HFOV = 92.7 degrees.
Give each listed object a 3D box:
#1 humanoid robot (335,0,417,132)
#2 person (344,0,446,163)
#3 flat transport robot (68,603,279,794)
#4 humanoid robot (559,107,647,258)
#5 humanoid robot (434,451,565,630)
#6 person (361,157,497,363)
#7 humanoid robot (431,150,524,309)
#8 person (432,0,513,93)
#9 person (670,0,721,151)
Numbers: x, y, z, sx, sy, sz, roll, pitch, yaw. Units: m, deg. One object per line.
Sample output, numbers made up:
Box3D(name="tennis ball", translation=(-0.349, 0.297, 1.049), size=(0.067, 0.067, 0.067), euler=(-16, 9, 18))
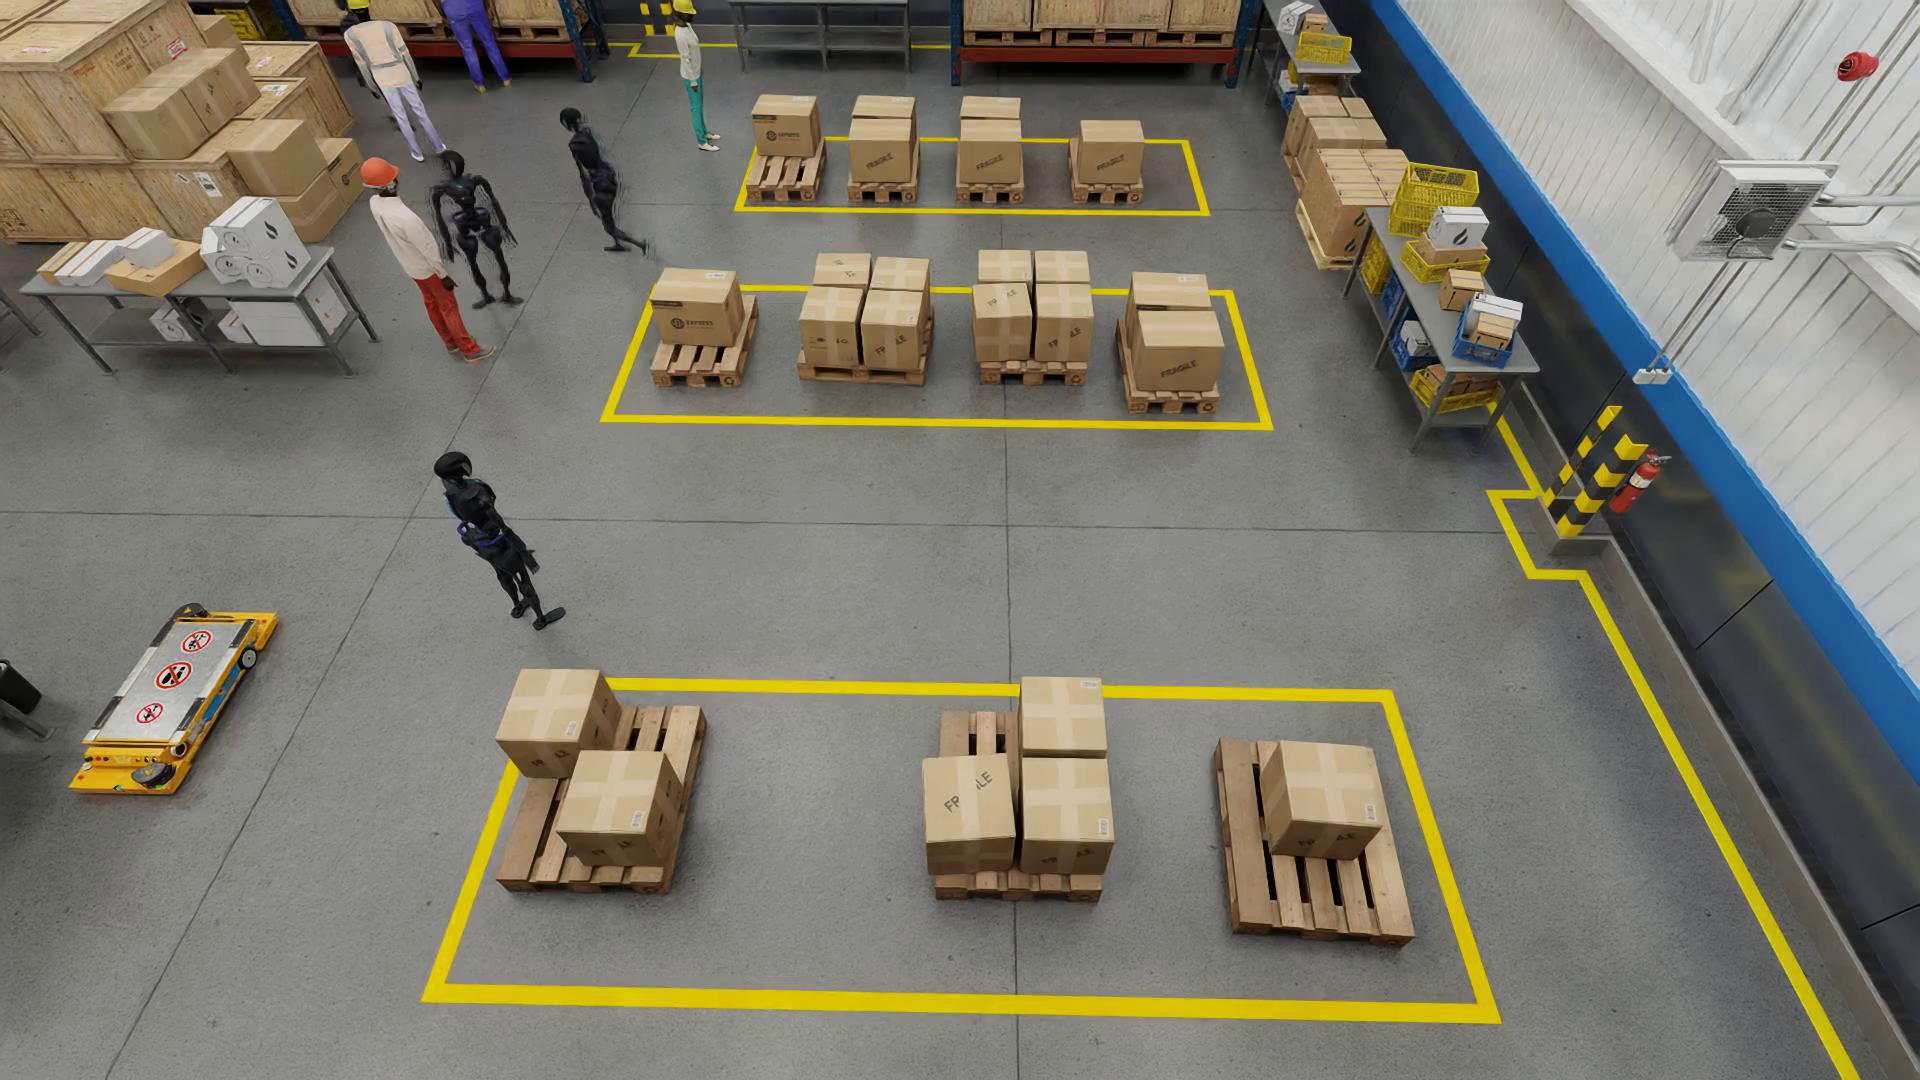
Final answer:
Box3D(name="humanoid robot", translation=(-7.430, -6.015, 11.550), size=(0.544, 1.628, 0.592), euler=(6, 50, 5))
Box3D(name="person", translation=(-6.767, -5.501, 10.935), size=(0.585, 1.928, 0.374), euler=(-23, 53, -18))
Box3D(name="flat transport robot", translation=(-5.504, 1.072, 6.442), size=(0.652, 0.197, 1.431), euler=(1, 50, 1))
Box3D(name="humanoid robot", translation=(-3.701, -3.715, 9.591), size=(0.530, 1.628, 0.636), euler=(1, 50, 1))
Box3D(name="humanoid robot", translation=(-3.250, 0.001, 6.434), size=(0.592, 1.657, 0.326), euler=(25, 54, 20))
Box3D(name="person", translation=(-4.876, -2.506, 8.356), size=(0.621, 1.996, 0.372), euler=(28, 55, 22))
Box3D(name="humanoid robot", translation=(-4.767, -3.006, 9.002), size=(0.661, 1.639, 0.365), euler=(-26, 55, -20))
Box3D(name="person", translation=(-6.604, -7.078, 12.197), size=(0.689, 2.000, 0.539), euler=(-21, 53, -17))
Box3D(name="person", translation=(-3.239, -5.694, 11.208), size=(0.320, 1.760, 0.522), euler=(-4, 50, -3))
